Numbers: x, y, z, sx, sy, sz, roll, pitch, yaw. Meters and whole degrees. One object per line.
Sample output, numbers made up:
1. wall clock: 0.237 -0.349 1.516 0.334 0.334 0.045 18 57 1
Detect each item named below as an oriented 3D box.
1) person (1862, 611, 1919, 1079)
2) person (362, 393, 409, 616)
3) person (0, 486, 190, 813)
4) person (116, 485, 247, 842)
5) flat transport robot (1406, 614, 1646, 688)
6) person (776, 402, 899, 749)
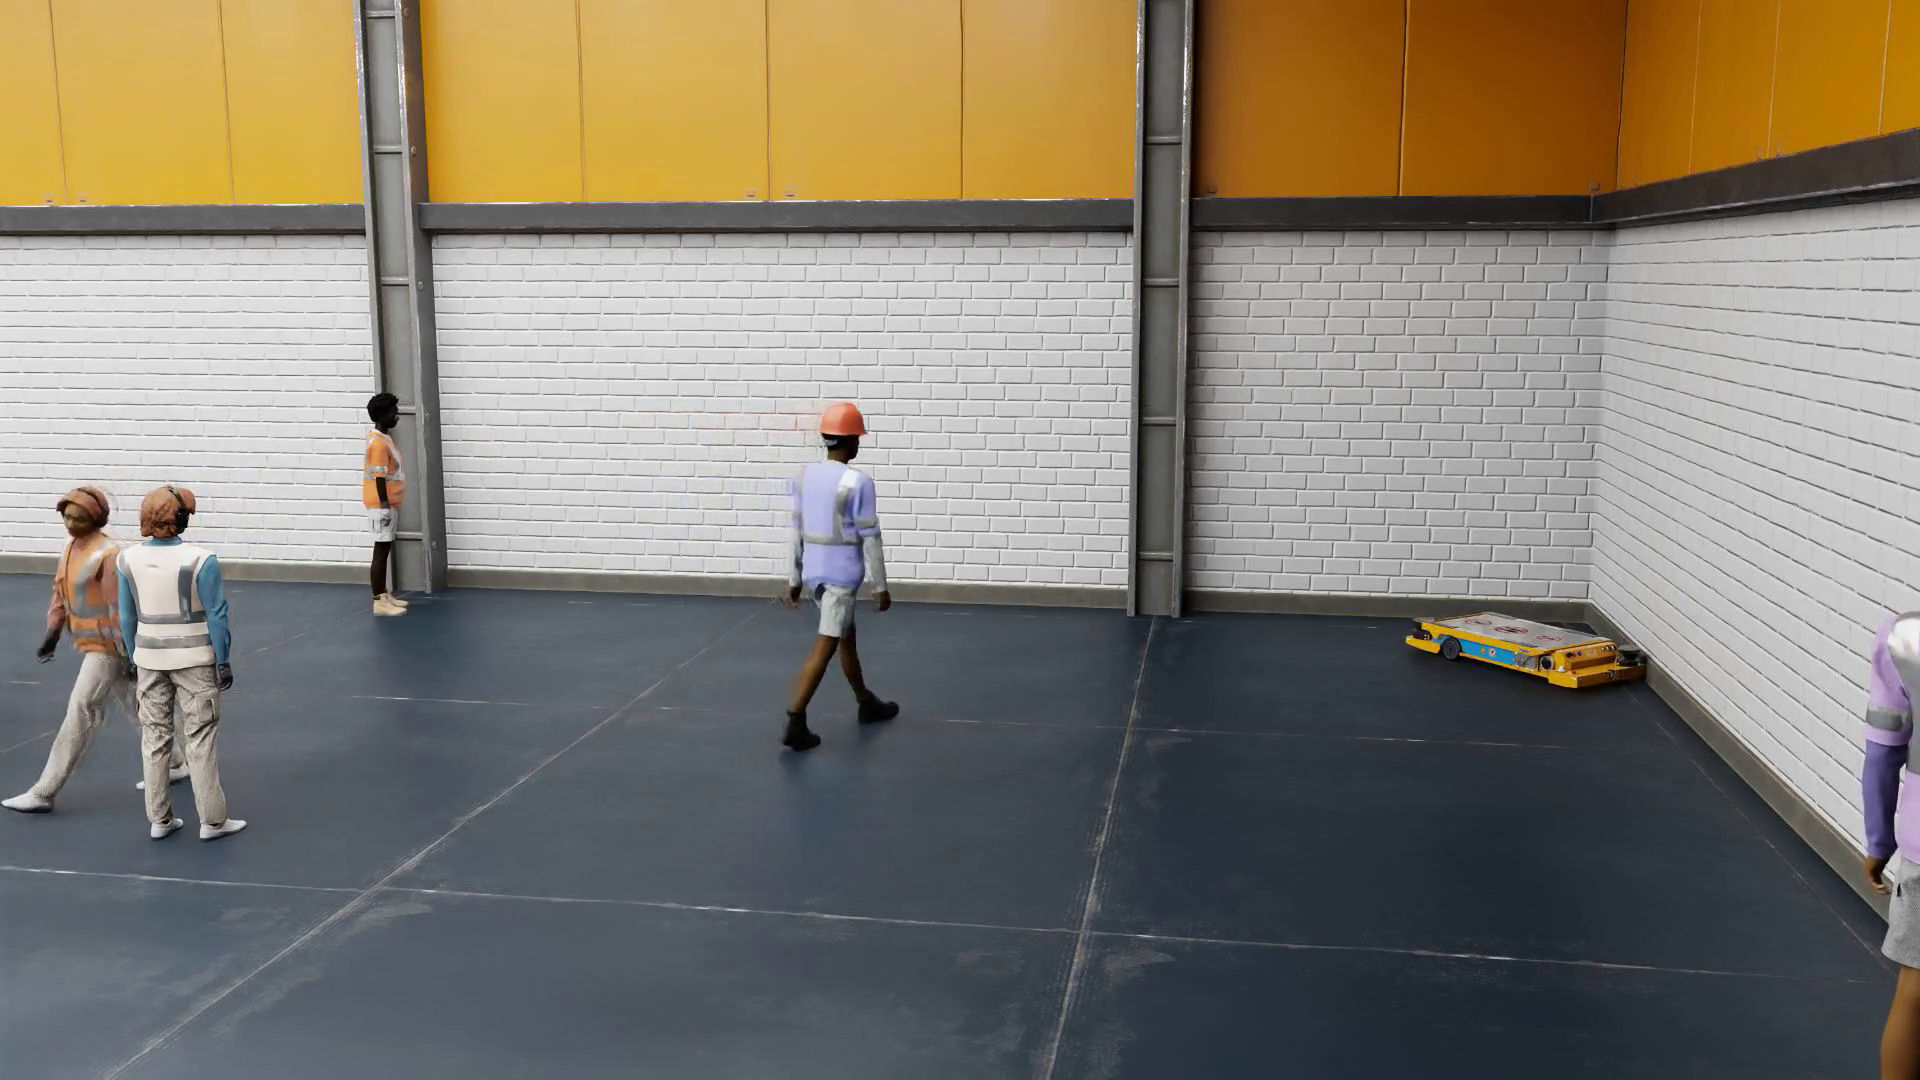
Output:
1. person: 2.808 0.860 4.573 0.392 2.033 0.605 -8 12 -40
2. person: -4.352 -0.269 12.585 0.318 1.691 0.534 -3 10 -17
3. person: -4.206 0.518 8.068 0.886 1.573 0.534 -8 12 -42
4. person: -3.560 0.569 7.570 0.515 1.641 0.309 1 9 7
5. flat transport robot: 3.705 0.700 10.974 0.652 0.197 1.431 -5 11 -30
6. person: -0.695 0.185 9.210 0.563 1.886 1.005 8 12 41
